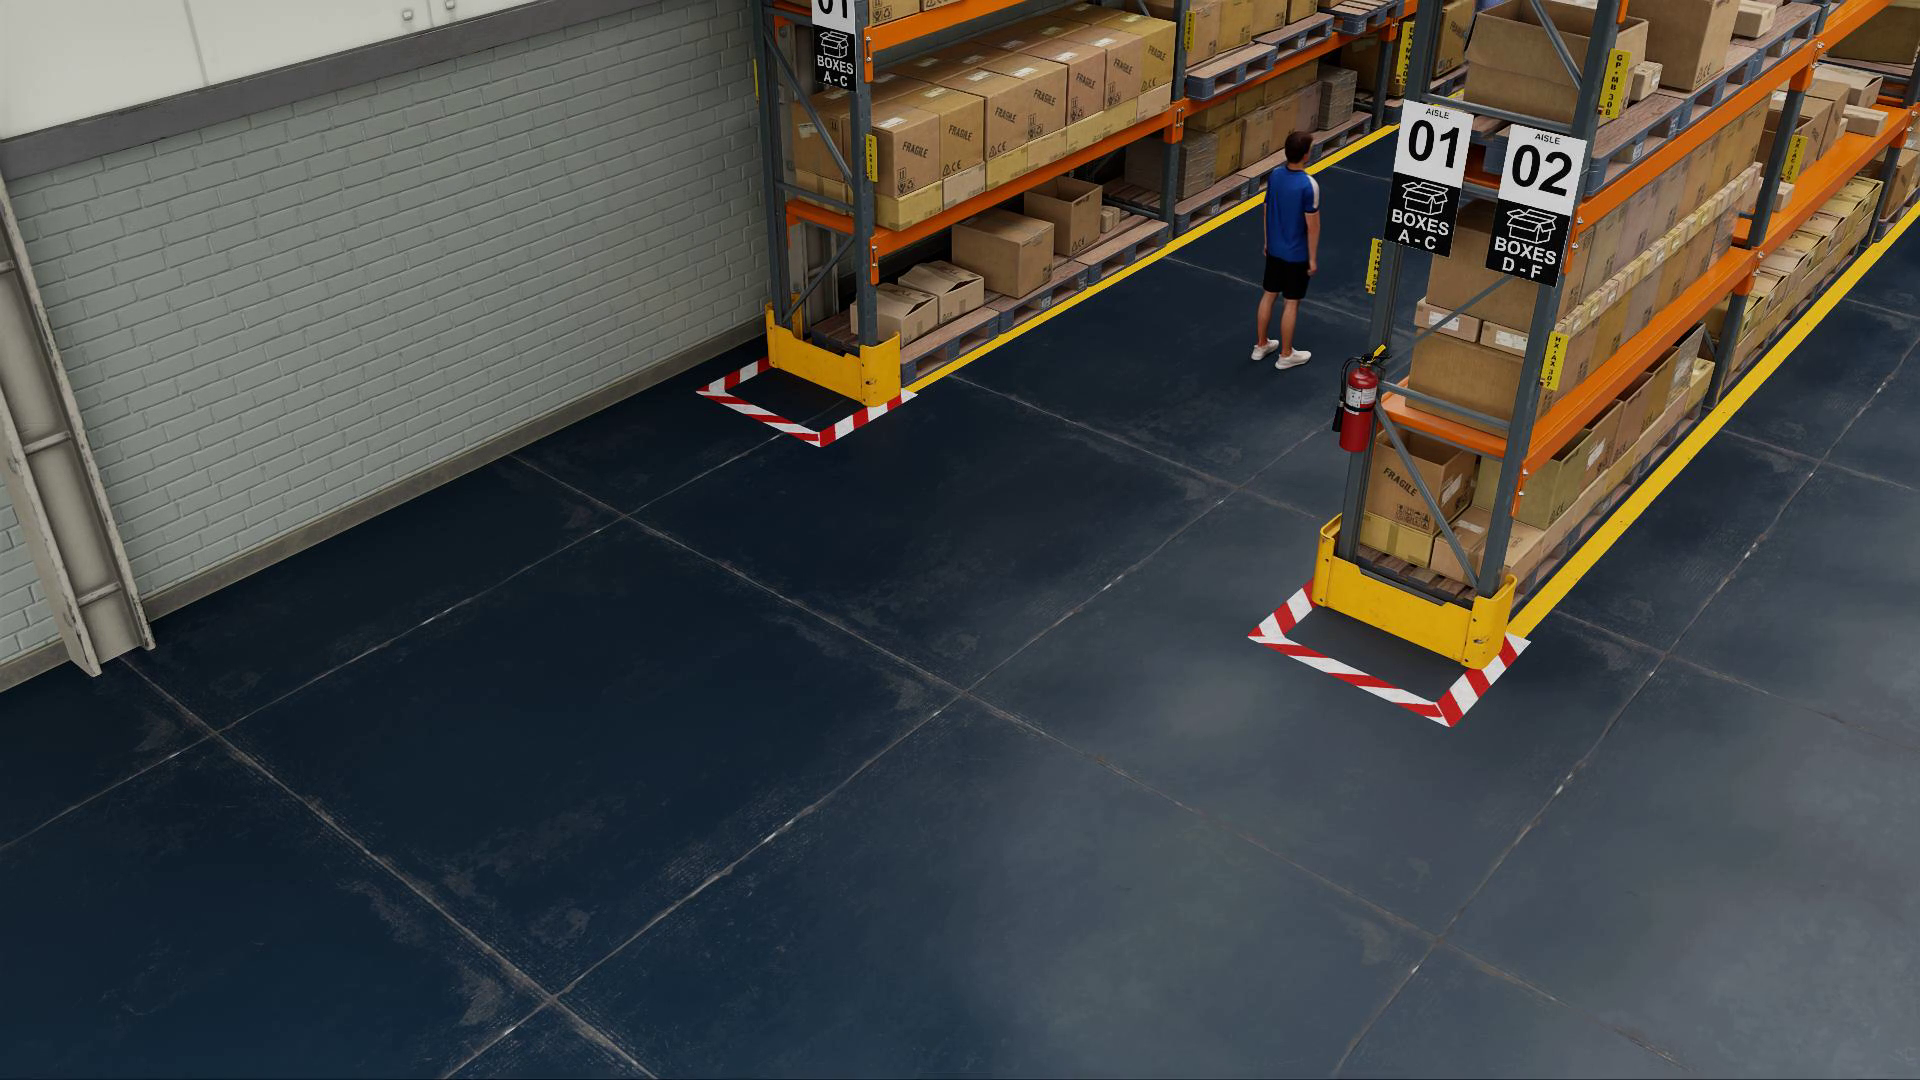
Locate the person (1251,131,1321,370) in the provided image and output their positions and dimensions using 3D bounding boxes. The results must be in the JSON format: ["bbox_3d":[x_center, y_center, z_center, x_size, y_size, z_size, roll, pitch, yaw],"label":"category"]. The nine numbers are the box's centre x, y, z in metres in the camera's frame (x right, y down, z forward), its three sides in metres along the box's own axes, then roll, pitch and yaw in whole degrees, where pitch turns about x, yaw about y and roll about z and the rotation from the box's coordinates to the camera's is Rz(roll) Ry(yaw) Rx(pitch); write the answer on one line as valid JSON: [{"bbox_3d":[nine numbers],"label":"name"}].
[{"bbox_3d":[2.511,-2.233,12.766,0.607,1.866,0.673,-27,42,-35],"label":"person"}]

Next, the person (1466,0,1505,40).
[{"bbox_3d":[5.472,-5.290,17.482,0.967,1.849,0.705,2,33,3],"label":"person"}]
